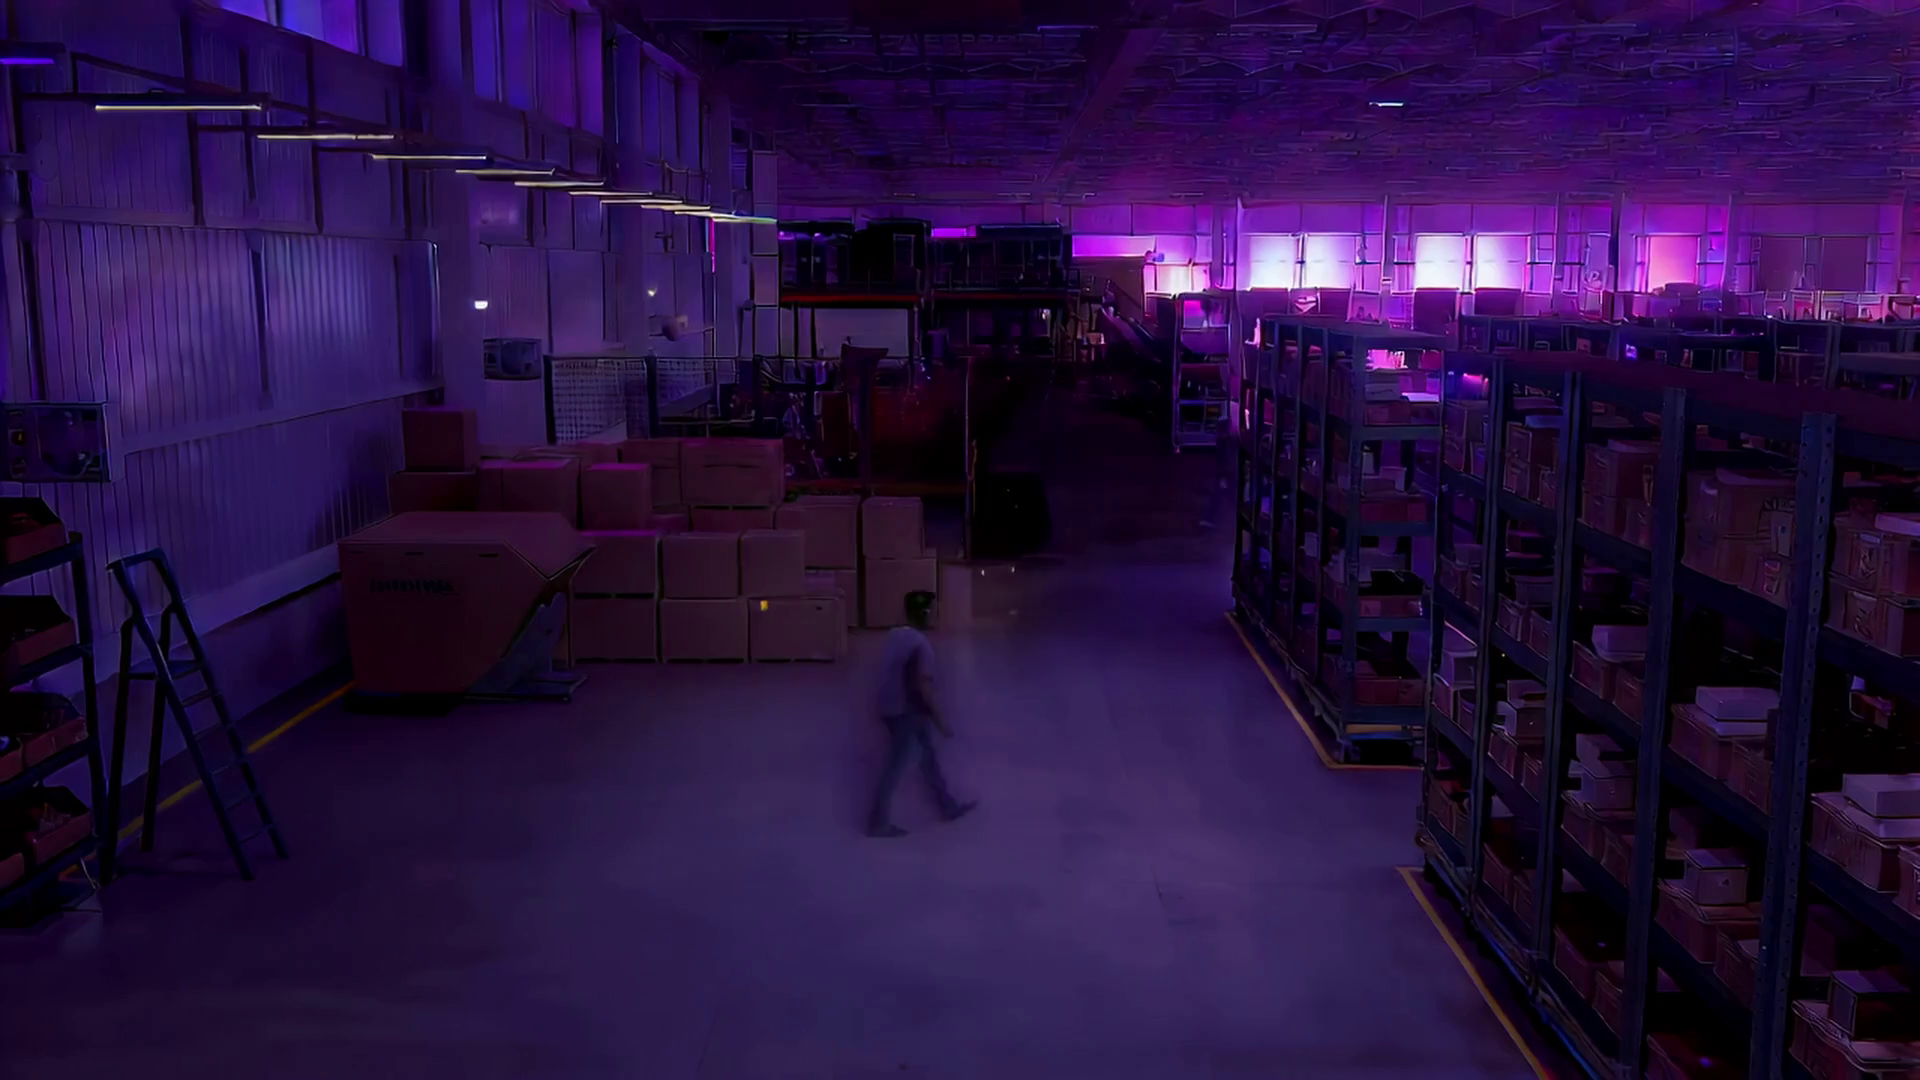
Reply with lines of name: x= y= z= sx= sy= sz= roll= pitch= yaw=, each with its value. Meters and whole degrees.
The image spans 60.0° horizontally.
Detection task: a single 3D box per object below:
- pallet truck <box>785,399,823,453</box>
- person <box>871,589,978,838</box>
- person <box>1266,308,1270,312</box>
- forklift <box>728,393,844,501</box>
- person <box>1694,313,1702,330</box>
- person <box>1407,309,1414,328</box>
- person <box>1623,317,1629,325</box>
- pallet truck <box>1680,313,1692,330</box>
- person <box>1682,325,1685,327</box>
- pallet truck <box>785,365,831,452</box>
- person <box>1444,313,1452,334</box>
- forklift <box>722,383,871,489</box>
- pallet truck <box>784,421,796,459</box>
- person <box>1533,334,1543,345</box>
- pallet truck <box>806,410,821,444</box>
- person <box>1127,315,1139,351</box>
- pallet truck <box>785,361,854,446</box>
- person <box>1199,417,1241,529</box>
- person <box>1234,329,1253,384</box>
pallet truck: x=-3.814 y=-2.432 z=36.419 sx=1.630 sy=1.274 sz=0.653 roll=0 pitch=9 yaw=1
person: x=-0.251 y=1.256 z=12.133 sx=0.946 sy=1.801 sz=0.576 roll=-3 pitch=10 yaw=-18
person: x=17.880 y=-12.486 z=96.490 sx=0.552 sy=1.933 sz=0.374 roll=-6 pitch=11 yaw=-32
forklift: x=-2.979 y=-1.316 z=26.476 sx=2.680 sy=1.987 sz=1.157 roll=0 pitch=9 yaw=1
person: x=39.050 y=-11.077 z=88.078 sx=0.511 sy=1.846 sz=0.341 roll=-4 pitch=10 yaw=-21
person: x=25.614 y=-12.192 z=94.736 sx=0.395 sy=1.920 sz=0.584 roll=8 pitch=12 yaw=40
person: x=31.100 y=-9.446 z=77.797 sx=0.587 sy=1.918 sz=0.398 roll=4 pitch=10 yaw=24
pallet truck: x=36.315 y=-10.531 z=84.244 sx=0.823 sy=1.965 sz=1.885 roll=-6 pitch=11 yaw=-33
person: x=36.899 y=-10.509 z=85.119 sx=0.557 sy=1.652 sz=0.835 roll=-8 pitch=12 yaw=-42
pallet truck: x=-3.774 y=-2.976 z=37.635 sx=1.885 sy=1.965 sz=0.823 roll=1 pitch=9 yaw=5
person: x=25.155 y=-10.759 z=85.846 sx=0.425 sy=1.938 sz=0.603 roll=-2 pitch=10 yaw=-14
forklift: x=-2.893 y=-1.687 z=28.729 sx=2.680 sy=1.987 sz=1.157 roll=0 pitch=9 yaw=-1
pallet truck: x=-4.013 y=-1.793 z=32.705 sx=1.601 sy=1.201 sz=0.680 roll=0 pitch=9 yaw=1
person: x=24.129 y=-8.181 z=69.758 sx=0.610 sy=1.993 sz=0.380 roll=0 pitch=9 yaw=1
pallet truck: x=-3.559 y=-2.018 z=33.905 sx=1.522 sy=1.261 sz=0.704 roll=0 pitch=9 yaw=-1
person: x=8.865 y=-10.561 z=84.904 sx=0.619 sy=1.845 sz=0.430 roll=5 pitch=11 yaw=30
pallet truck: x=-3.410 y=-3.193 z=38.978 sx=1.885 sy=1.965 sz=0.823 roll=0 pitch=9 yaw=-1
person: x=4.283 y=-1.064 z=26.477 sx=0.892 sy=1.800 sz=0.606 roll=7 pitch=12 yaw=38
person: x=10.439 y=-6.613 z=60.038 sx=0.978 sy=2.014 sz=0.606 roll=3 pitch=10 yaw=20
